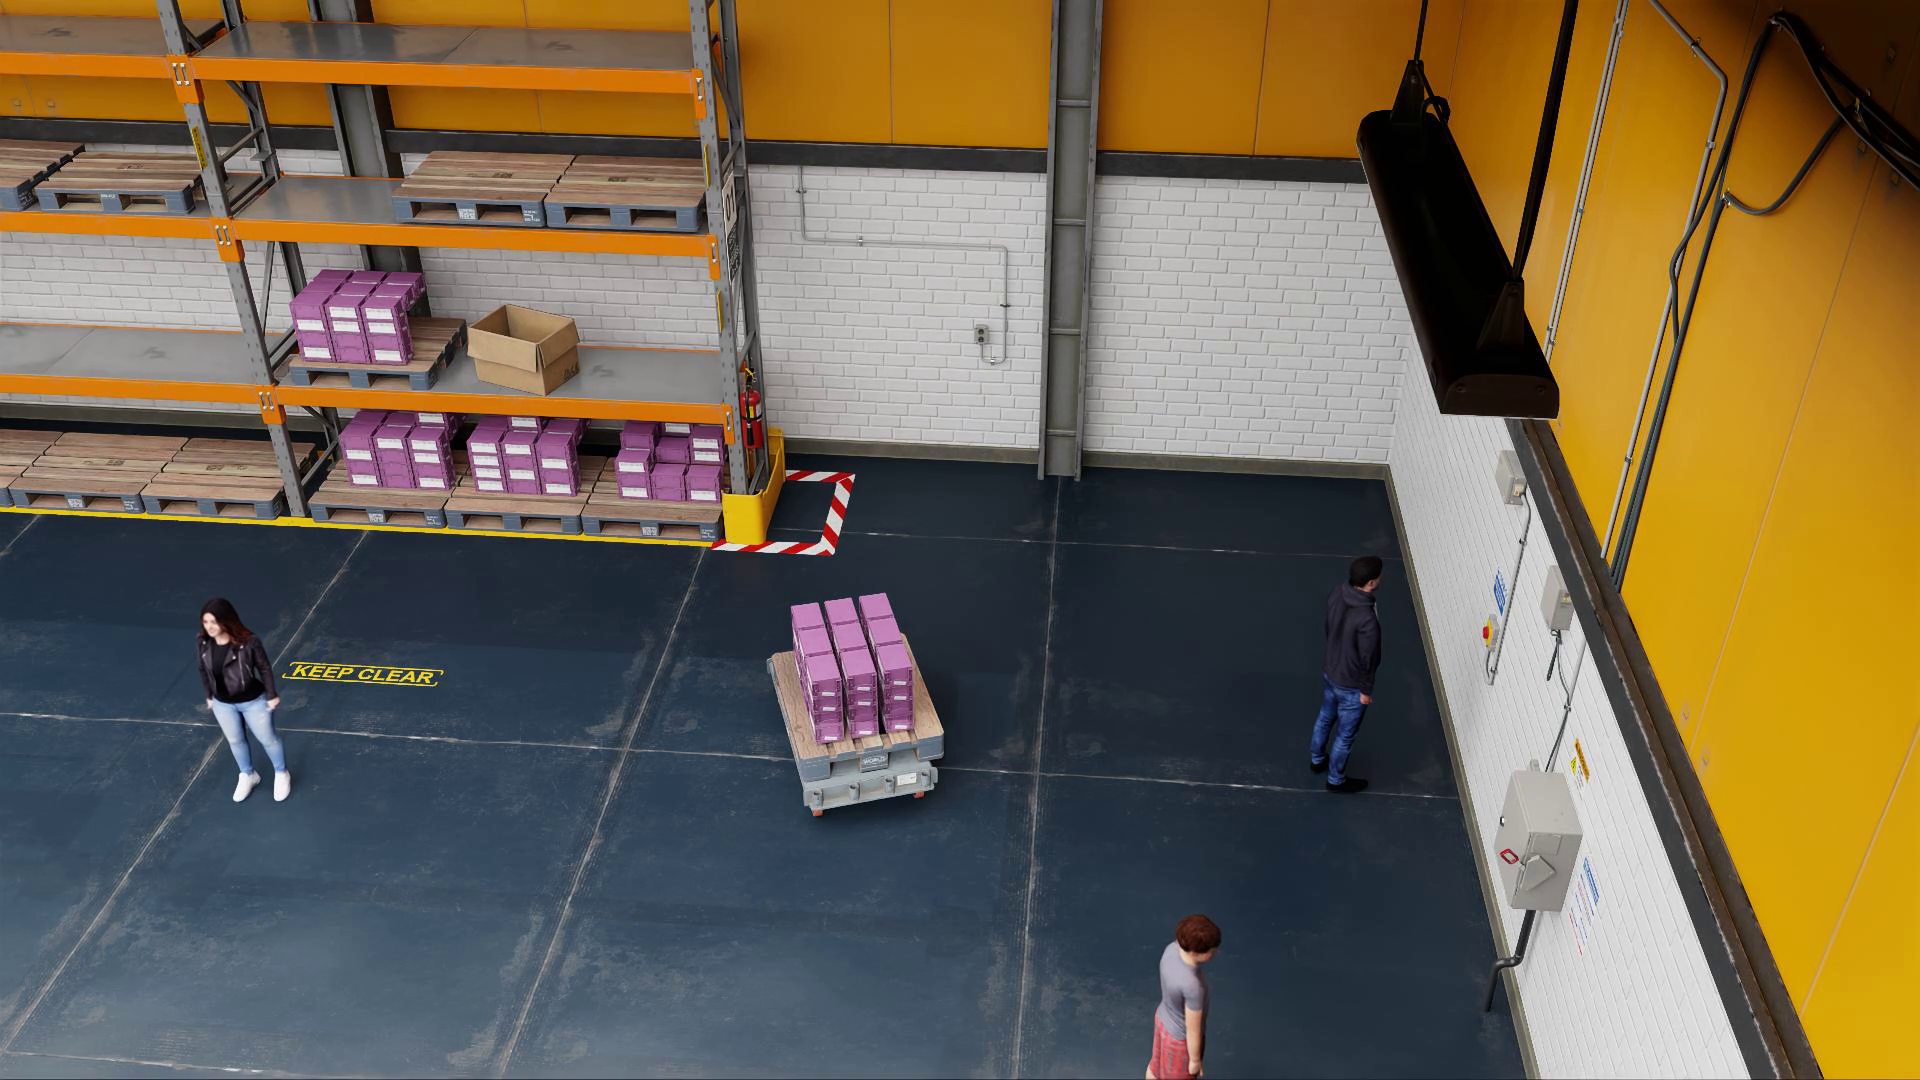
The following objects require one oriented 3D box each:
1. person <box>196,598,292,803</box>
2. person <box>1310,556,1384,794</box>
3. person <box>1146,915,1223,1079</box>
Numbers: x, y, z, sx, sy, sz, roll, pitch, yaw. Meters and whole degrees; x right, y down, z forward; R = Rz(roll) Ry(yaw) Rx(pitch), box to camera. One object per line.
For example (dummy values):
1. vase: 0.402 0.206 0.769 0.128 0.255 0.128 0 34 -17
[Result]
1. person: -4.895 1.078 11.331 0.488 1.633 0.698 2 34 3
2. person: 2.637 0.909 11.349 0.731 1.895 0.754 -11 35 -17
3. person: 1.180 2.644 8.960 0.602 1.649 0.647 -6 34 -9
